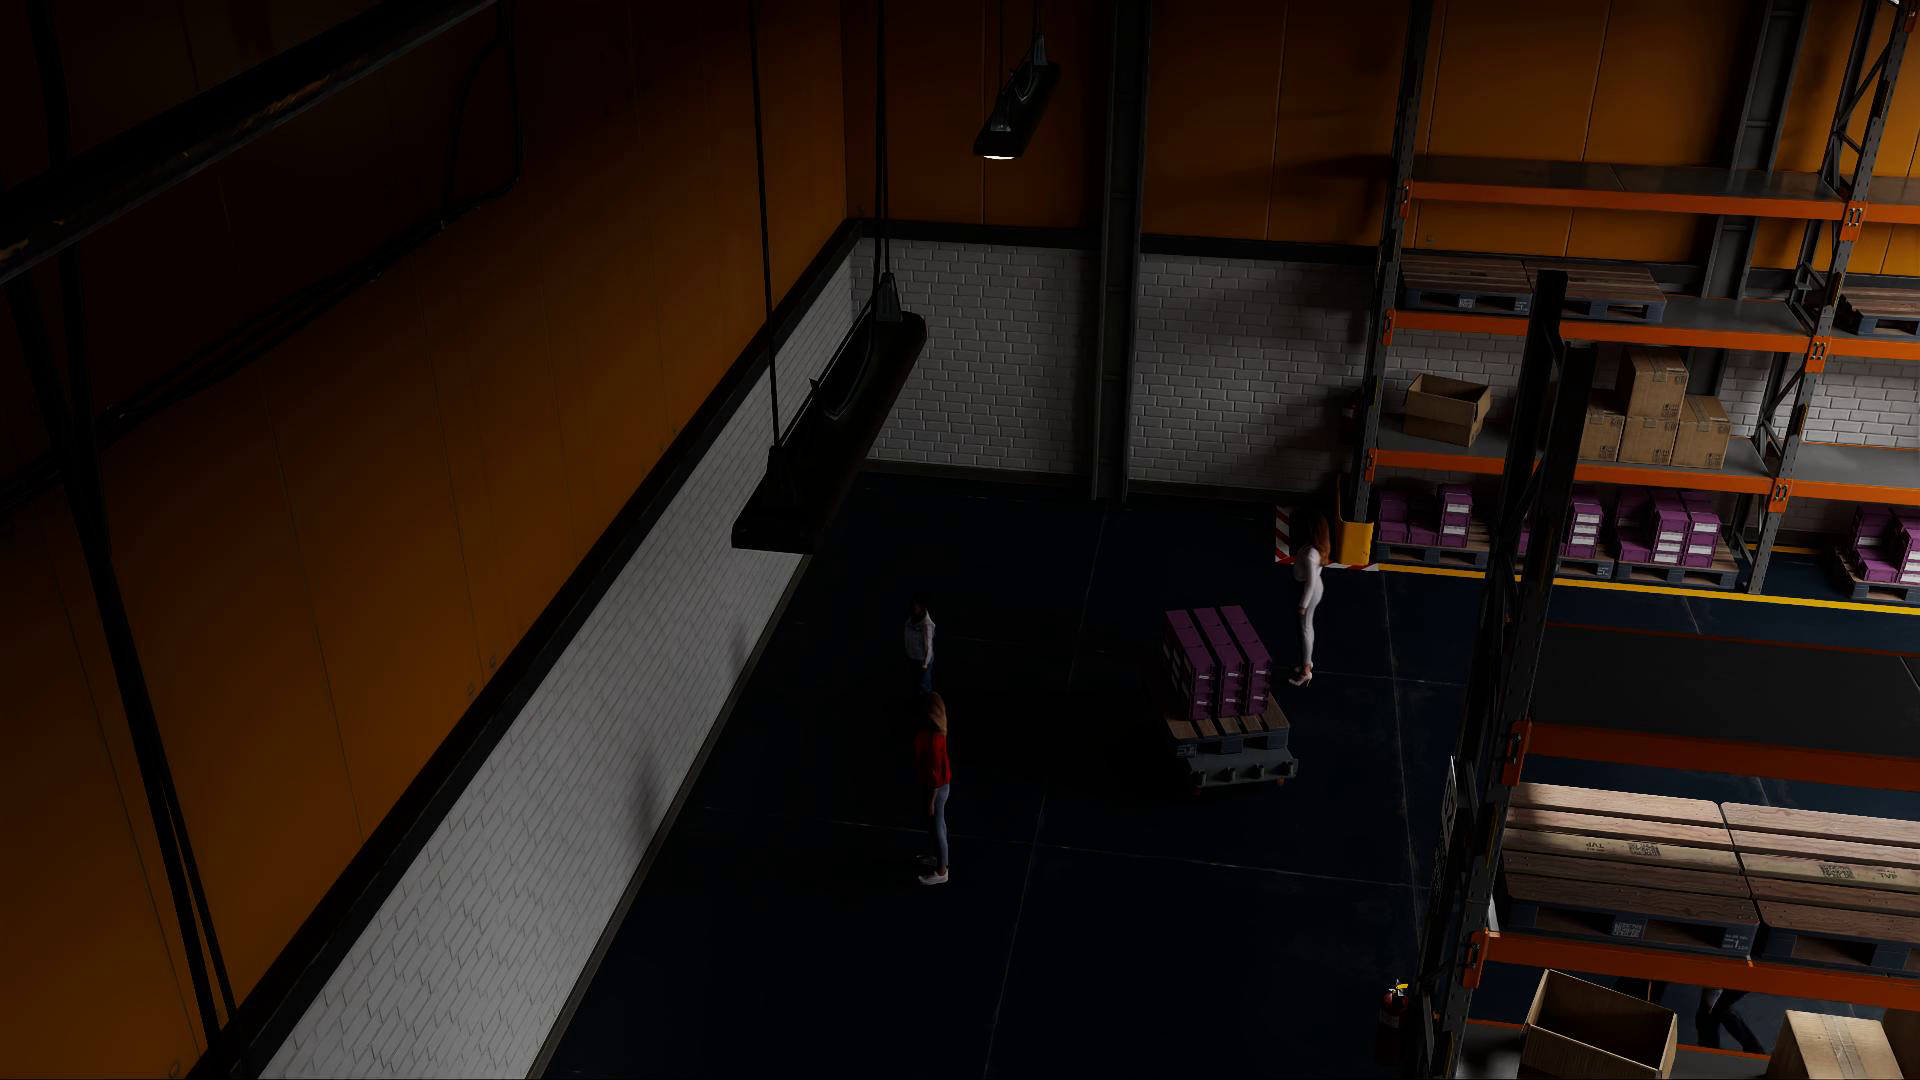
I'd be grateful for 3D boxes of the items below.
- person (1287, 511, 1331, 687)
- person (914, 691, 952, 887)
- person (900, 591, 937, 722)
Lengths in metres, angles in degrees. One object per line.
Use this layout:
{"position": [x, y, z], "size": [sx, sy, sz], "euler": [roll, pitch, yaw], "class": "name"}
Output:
{"position": [3.176, 0.532, 15.188], "size": [0.563, 1.764, 0.610], "euler": [9, 30, 15], "class": "person"}
{"position": [-0.198, 1.892, 12.757], "size": [0.587, 1.705, 0.661], "euler": [-2, 29, -3], "class": "person"}
{"position": [-0.354, 1.005, 14.847], "size": [0.619, 1.261, 0.569], "euler": [-14, 31, -23], "class": "person"}
